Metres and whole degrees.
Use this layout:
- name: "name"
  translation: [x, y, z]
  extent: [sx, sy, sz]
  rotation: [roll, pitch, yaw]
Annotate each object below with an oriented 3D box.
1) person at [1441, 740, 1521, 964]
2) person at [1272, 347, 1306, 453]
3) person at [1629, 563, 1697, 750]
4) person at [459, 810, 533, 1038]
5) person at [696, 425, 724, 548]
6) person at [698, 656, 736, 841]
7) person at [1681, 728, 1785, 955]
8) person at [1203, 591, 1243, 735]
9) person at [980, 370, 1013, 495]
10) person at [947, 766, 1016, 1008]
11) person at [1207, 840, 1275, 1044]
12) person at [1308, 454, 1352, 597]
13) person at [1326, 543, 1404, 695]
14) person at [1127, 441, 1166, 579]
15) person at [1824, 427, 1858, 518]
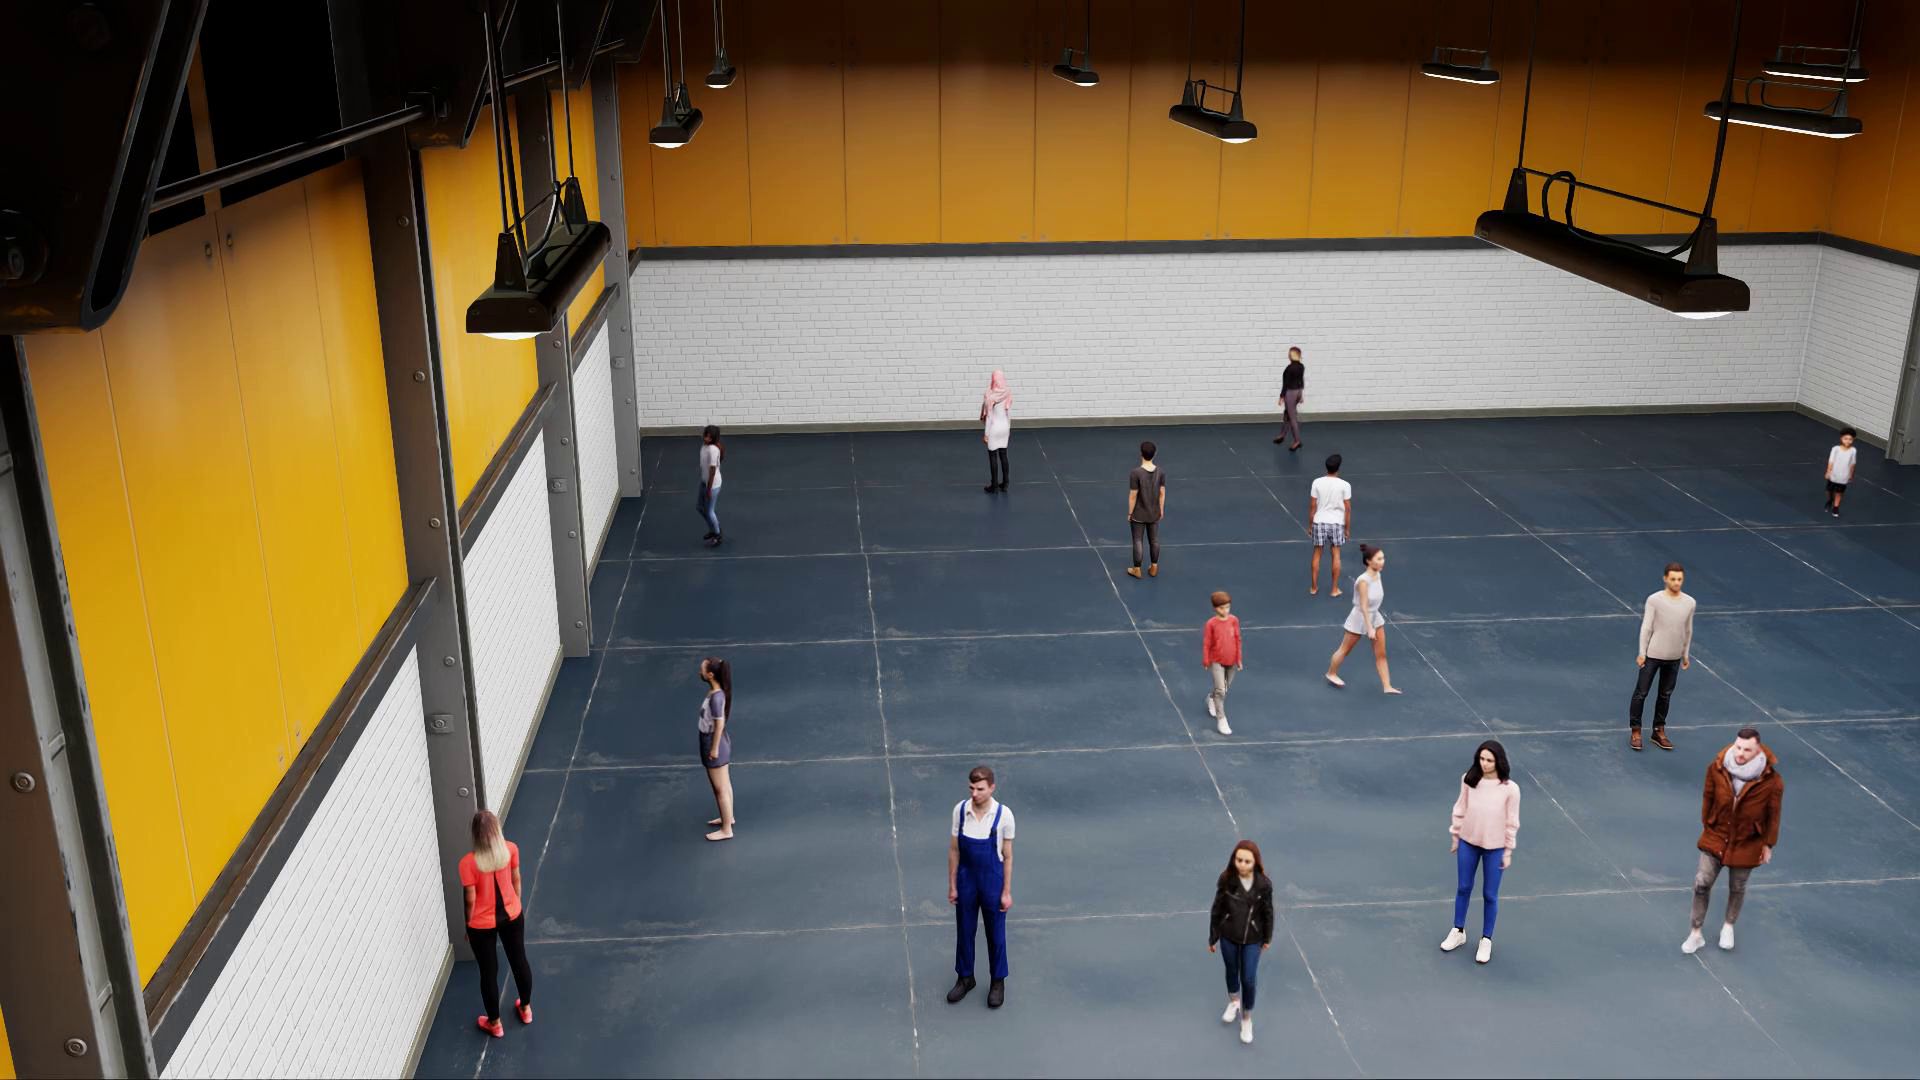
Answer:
- name: "person"
  translation: [3.925, 2.309, 12.482]
  extent: [0.725, 1.768, 0.770]
  rotation: [13, 23, 34]
- name: "person"
  translation: [5.269, -2.176, 25.981]
  extent: [0.946, 1.653, 0.881]
  rotation: [16, 24, 39]
- name: "person"
  translation: [6.728, 1.095, 15.932]
  extent: [0.671, 1.868, 0.604]
  rotation: [0, 19, 1]
- name: "person"
  translation: [-3.233, 2.651, 11.585]
  extent: [0.680, 1.693, 0.708]
  rotation: [-15, 24, -37]
- name: "person"
  translation: [-3.216, -0.702, 21.568]
  extent: [0.854, 1.675, 0.672]
  rotation: [-4, 19, -11]
- name: "person"
  translation: [-2.075, 1.768, 14.274]
  extent: [0.654, 1.650, 0.448]
  rotation: [-1, 19, -3]
- name: "person"
  translation: [5.879, 2.242, 12.604]
  extent: [0.927, 1.817, 0.992]
  rotation: [11, 21, 29]
- name: "person"
  translation: [2.579, 1.160, 16.466]
  extent: [0.660, 1.404, 0.956]
  rotation: [-7, 20, -19]
- name: "person"
  translation: [0.535, -1.567, 23.937]
  extent: [0.734, 1.803, 0.753]
  rotation: [-13, 22, -33]
- name: "person"
  translation: [0.159, 2.451, 11.932]
  extent: [0.707, 1.850, 0.688]
  rotation: [5, 19, 15]
- name: "person"
  translation: [1.991, 2.734, 11.697]
  extent: [0.720, 1.465, 0.805]
  rotation: [7, 20, 20]
- name: "person"
  translation: [4.413, -0.179, 19.929]
  extent: [0.719, 1.731, 0.695]
  rotation: [7, 20, 21]
- name: "person"
  translation: [4.107, 0.834, 17.190]
  extent: [1.012, 1.559, 1.131]
  rotation: [-17, 25, -42]
- name: "person"
  translation: [2.292, -0.378, 20.546]
  extent: [0.656, 1.714, 0.585]
  rotation: [-5, 19, -14]
- name: "person"
  translation: [12.169, -0.962, 23.001]
  extent: [0.613, 1.254, 0.672]
  rotation: [7, 20, 21]
